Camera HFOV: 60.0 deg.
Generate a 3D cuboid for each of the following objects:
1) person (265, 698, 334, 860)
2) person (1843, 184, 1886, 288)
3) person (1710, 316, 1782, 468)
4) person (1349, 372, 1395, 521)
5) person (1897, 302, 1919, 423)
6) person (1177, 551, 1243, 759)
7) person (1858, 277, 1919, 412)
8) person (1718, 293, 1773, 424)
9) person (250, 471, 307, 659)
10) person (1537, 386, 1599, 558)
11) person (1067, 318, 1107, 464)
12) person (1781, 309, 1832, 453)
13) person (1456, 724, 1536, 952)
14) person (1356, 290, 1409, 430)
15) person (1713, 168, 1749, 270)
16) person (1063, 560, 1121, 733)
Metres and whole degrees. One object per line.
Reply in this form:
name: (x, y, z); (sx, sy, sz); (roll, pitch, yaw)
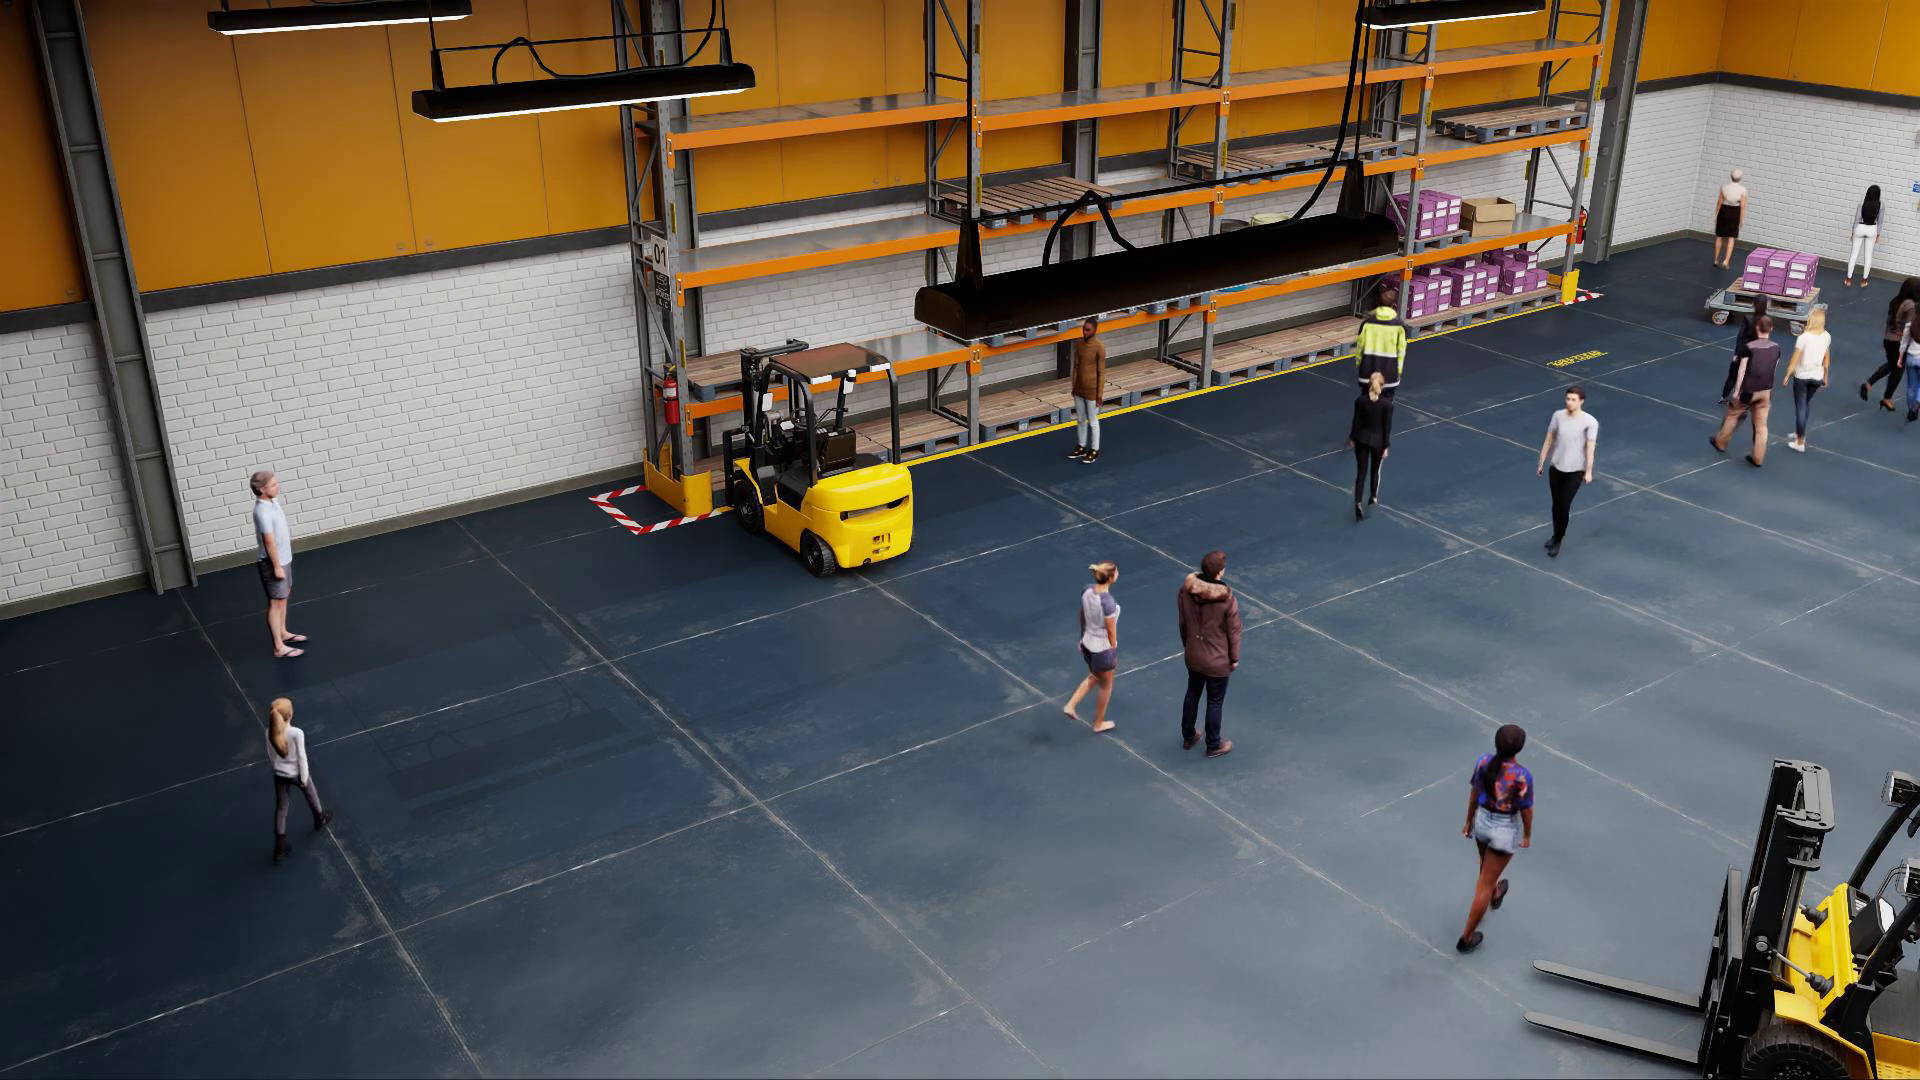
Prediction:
person: (-5.155, 1.831, 12.705); (0.890, 1.249, 0.919); (2, 24, 6)
person: (15.294, -5.156, 28.095); (0.675, 1.724, 0.689); (10, 25, 21)
person: (9.721, -1.781, 20.272); (1.111, 1.806, 1.093); (-2, 24, -4)
person: (4.588, -1.032, 18.721); (0.904, 1.676, 1.030); (10, 26, 23)
person: (12.493, -2.284, 21.680); (0.830, 1.599, 0.914); (19, 30, 36)
person: (2.088, 0.947, 13.979); (0.812, 1.848, 0.755); (20, 31, 38)
person: (12.360, -2.579, 22.071); (0.919, 1.827, 0.846); (-1, 24, -2)
person: (10.336, -2.346, 21.726); (1.008, 1.677, 1.013); (1, 24, 1)
person: (-6.483, 0.206, 15.697); (0.688, 1.830, 0.711); (-4, 24, -10)
person: (6.584, -0.777, 17.925); (0.858, 1.846, 0.770); (-22, 32, -40)
person: (1.587, -1.859, 20.437); (0.597, 1.816, 0.667); (-21, 31, -40)
person: (10.621, -1.965, 20.706); (0.823, 1.796, 0.879); (-4, 24, -8)
person: (3.662, 2.088, 11.541); (1.081, 1.709, 0.682); (-21, 31, -39)
person: (5.260, -2.149, 20.918); (1.100, 1.962, 1.243); (10, 26, 22)
person: (13.468, -5.630, 29.140); (0.709, 1.756, 0.664); (17, 29, 34)
person: (1.135, 0.943, 14.290); (0.699, 1.607, 0.598); (-12, 26, -26)
